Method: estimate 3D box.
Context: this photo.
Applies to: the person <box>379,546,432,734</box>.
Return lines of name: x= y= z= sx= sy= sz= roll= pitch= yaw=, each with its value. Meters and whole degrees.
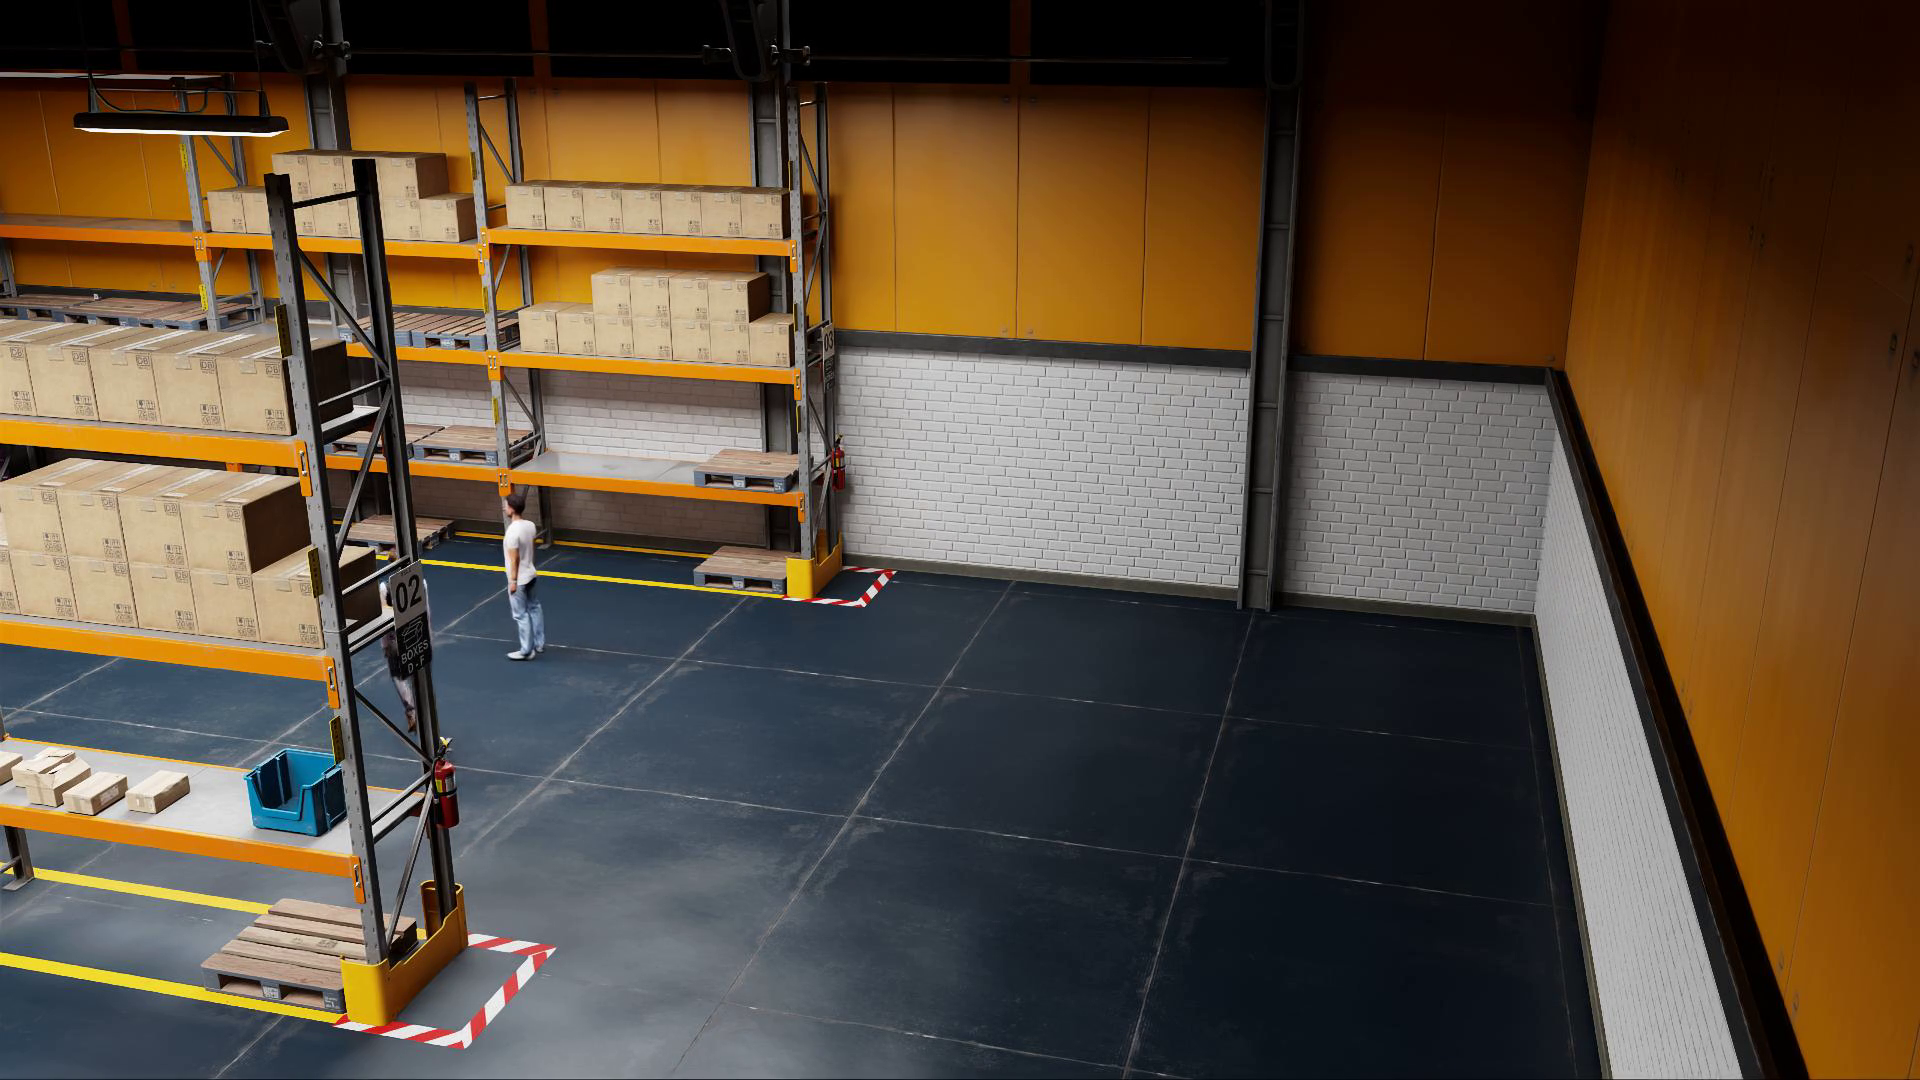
person: x=-5.388 y=1.004 z=16.304 sx=0.951 sy=1.921 sz=1.016 roll=-11 pitch=22 yaw=-30

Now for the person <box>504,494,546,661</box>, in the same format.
person: x=-4.790 y=0.394 z=18.203 sx=0.537 sy=1.864 sz=0.672 roll=6 pitch=19 yaw=16
